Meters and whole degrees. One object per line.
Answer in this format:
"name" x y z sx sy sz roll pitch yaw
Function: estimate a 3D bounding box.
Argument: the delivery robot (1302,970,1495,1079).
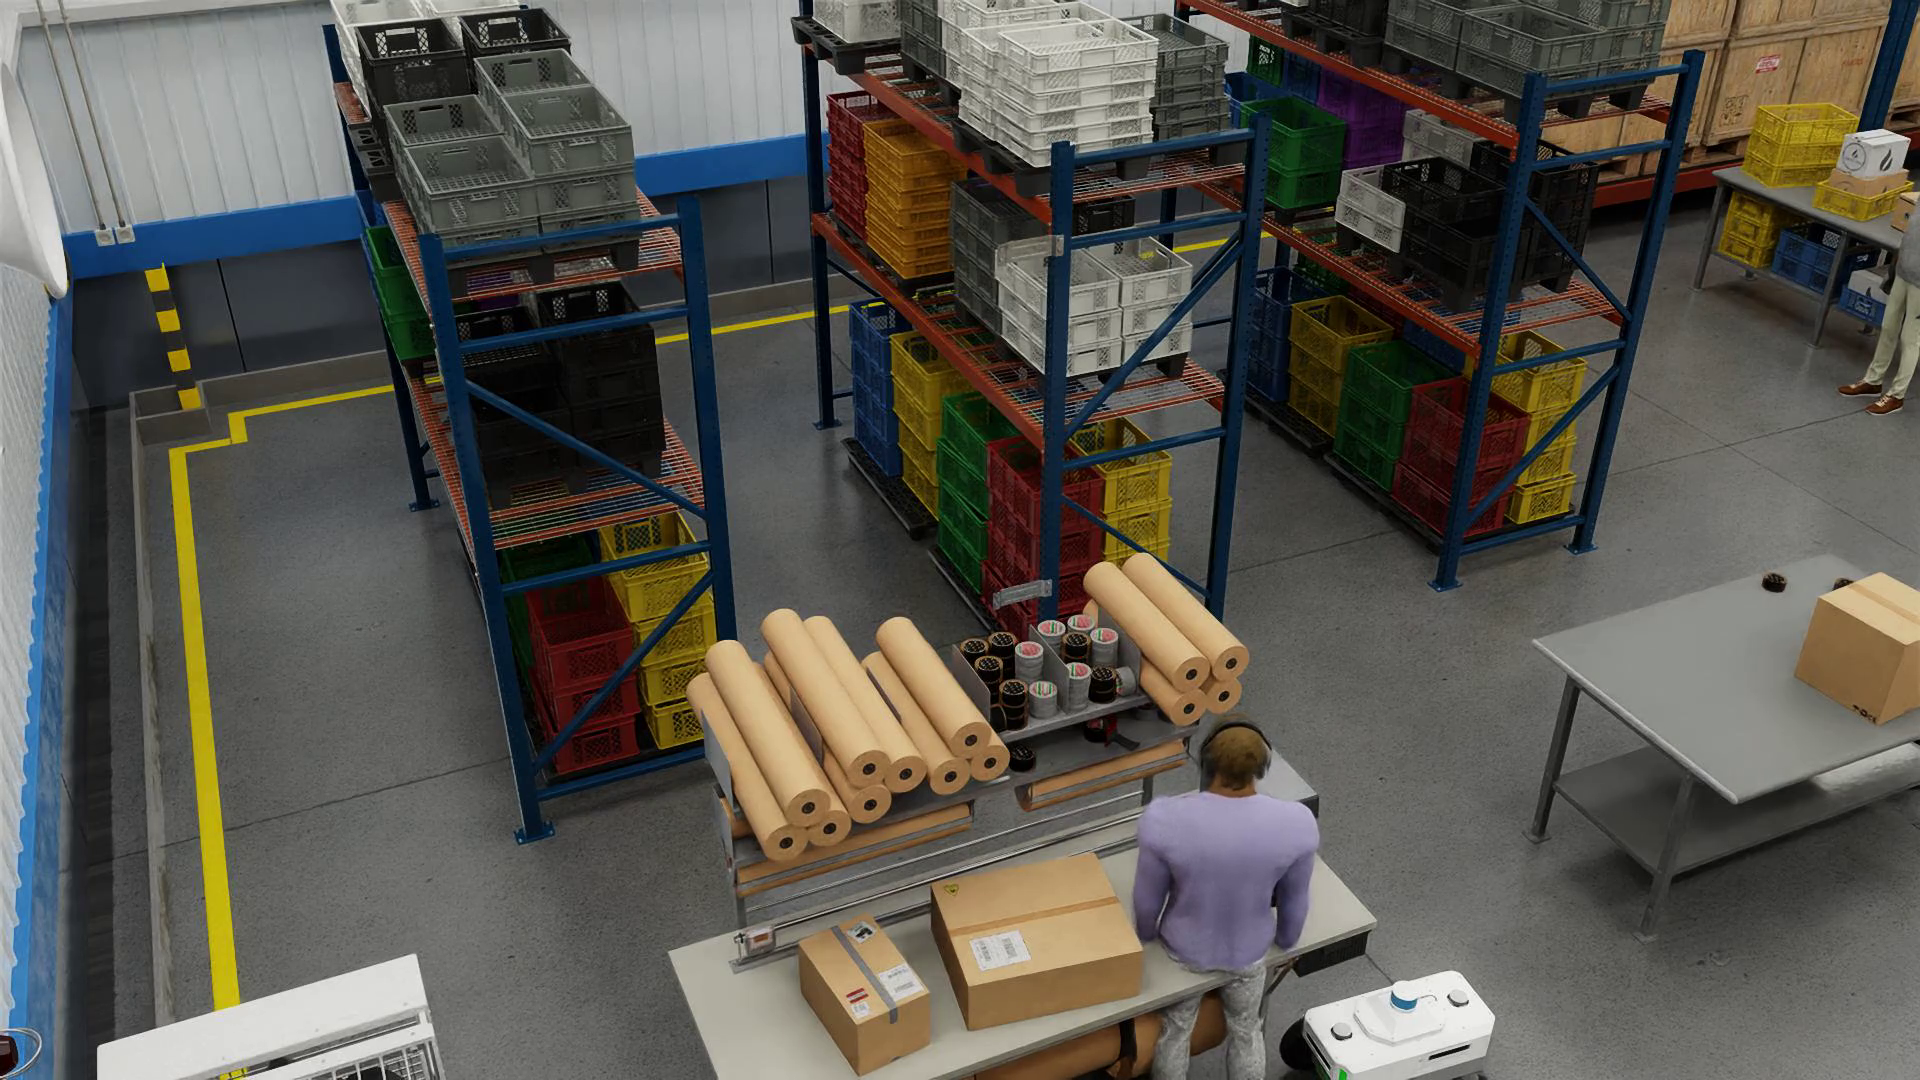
"delivery robot" 1.702 1.921 6.470 0.707 0.478 0.477 -10 33 -16

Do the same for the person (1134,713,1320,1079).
"person" 0.931 1.447 6.032 0.627 1.930 0.374 1 32 1

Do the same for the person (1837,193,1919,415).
"person" 6.461 -1.752 11.276 0.329 1.873 0.512 -5 32 -8
